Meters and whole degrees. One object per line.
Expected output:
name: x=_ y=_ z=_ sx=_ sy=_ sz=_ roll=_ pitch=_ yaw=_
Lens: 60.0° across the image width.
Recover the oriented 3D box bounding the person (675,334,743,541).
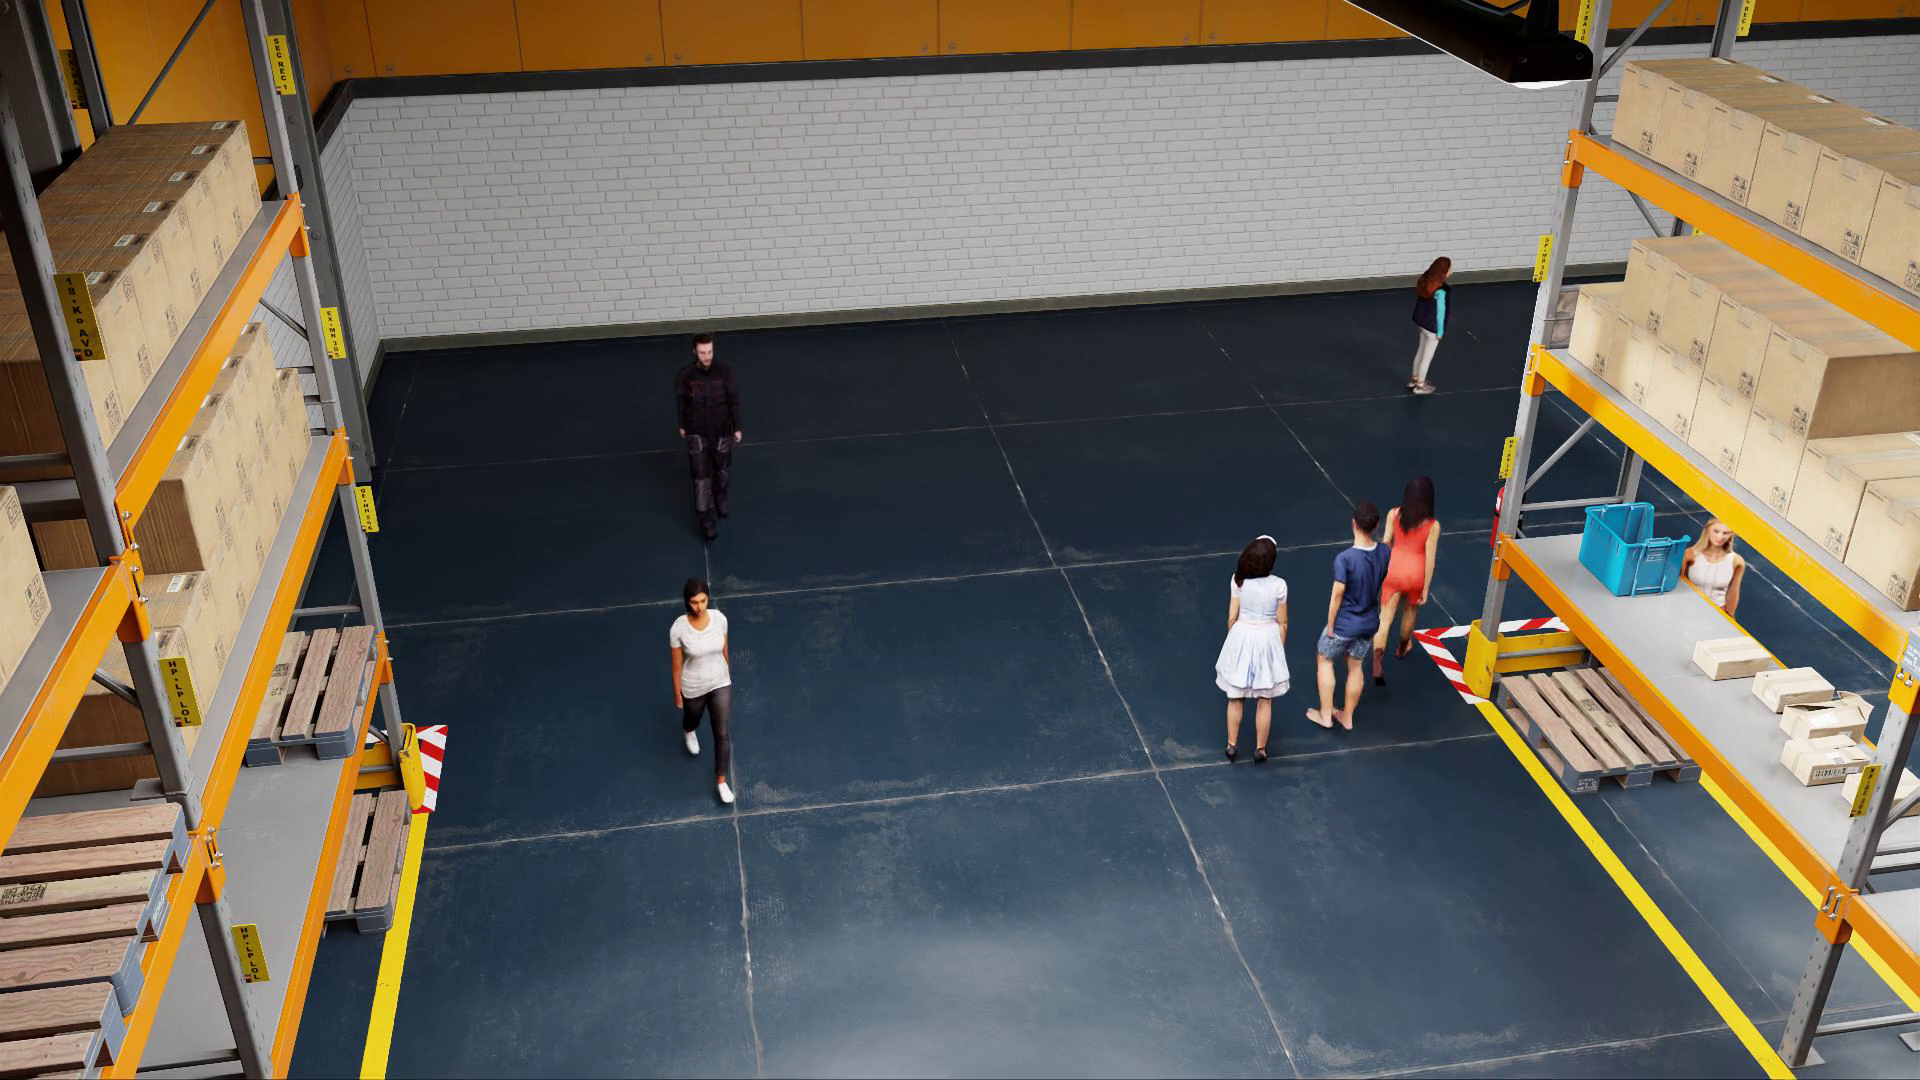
person: x=-2.247 y=-0.980 z=14.827 sx=0.800 sy=1.854 sz=1.228 roll=-8 pitch=30 yaw=-14

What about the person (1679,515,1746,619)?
person: x=5.330 y=0.587 z=12.011 sx=0.717 sy=1.800 sz=0.744 roll=9 pitch=30 yaw=15

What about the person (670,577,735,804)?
person: x=-1.798 y=0.970 z=11.503 sx=0.753 sy=1.614 sz=1.127 roll=-12 pitch=31 yaw=-20

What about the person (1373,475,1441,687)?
person: x=3.341 y=0.332 z=12.595 sx=1.040 sy=1.689 sz=1.158 roll=15 pitch=32 yaw=25

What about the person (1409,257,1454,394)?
person: x=4.968 y=-2.286 z=17.594 sx=0.620 sy=1.498 sz=0.505 roll=-4 pitch=29 yaw=-7

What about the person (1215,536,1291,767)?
person: x=2.060 y=0.786 z=11.627 sx=0.831 sy=1.818 sz=0.873 roll=8 pitch=30 yaw=15

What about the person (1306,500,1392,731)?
person: x=2.870 y=0.612 z=11.932 sx=0.654 sy=1.830 sz=0.684 roll=-9 pitch=30 yaw=-16
